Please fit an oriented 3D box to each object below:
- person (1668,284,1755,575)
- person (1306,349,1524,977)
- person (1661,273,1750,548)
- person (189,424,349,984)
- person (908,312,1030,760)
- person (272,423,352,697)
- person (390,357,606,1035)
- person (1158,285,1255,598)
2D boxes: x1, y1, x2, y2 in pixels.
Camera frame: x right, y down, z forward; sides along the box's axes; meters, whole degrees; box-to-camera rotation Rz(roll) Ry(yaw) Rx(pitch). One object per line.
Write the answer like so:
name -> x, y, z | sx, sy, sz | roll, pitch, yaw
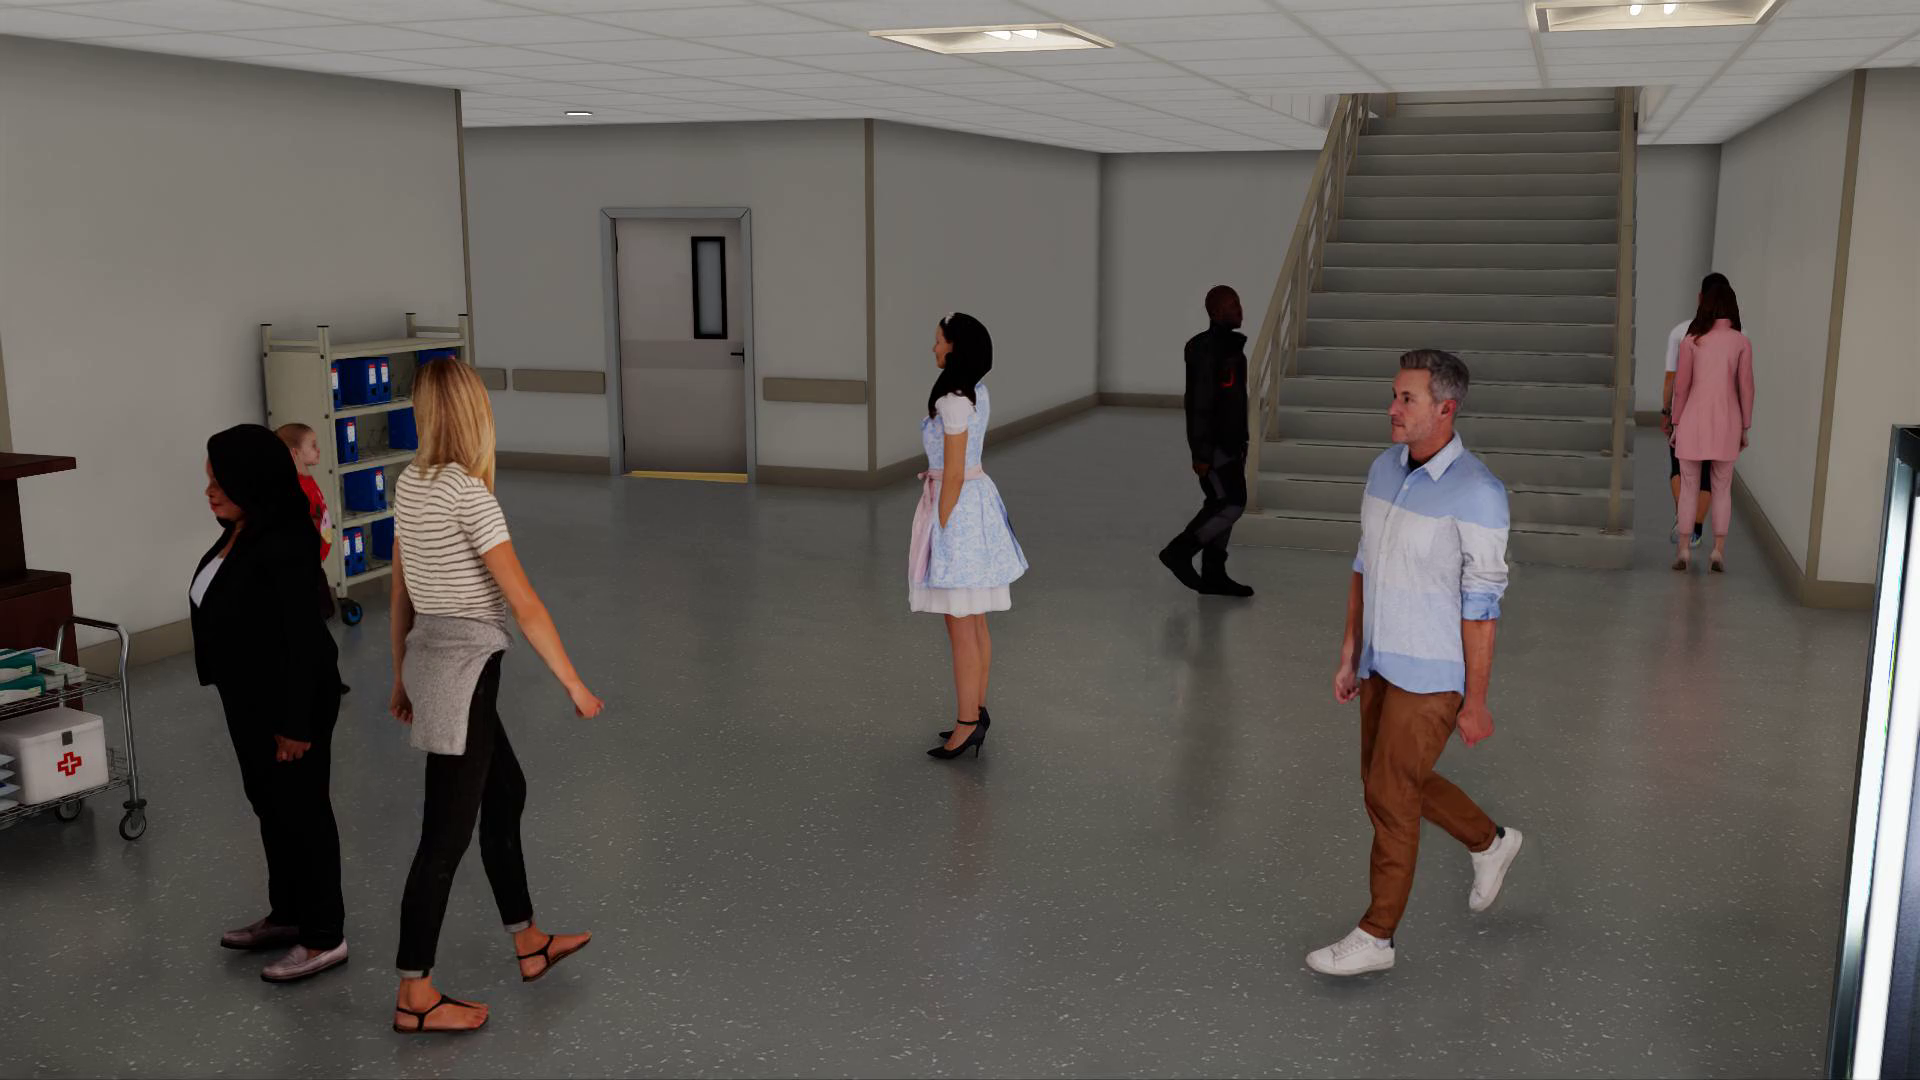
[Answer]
person -> 4.669, -0.690, 10.376 | 0.623, 1.802, 0.515 | 3, 11, 17
person -> 1.391, 0.357, 4.850 | 1.143, 1.806, 1.114 | -4, 12, -21
person -> 4.926, -0.827, 11.019 | 0.662, 1.832, 0.920 | 4, 12, 21
person -> -1.975, 0.460, 4.823 | 0.773, 1.614, 0.748 | -10, 14, -41
person -> 0.006, -0.016, 6.783 | 0.786, 1.818, 0.691 | 2, 11, 12
person -> -3.058, 0.105, 7.604 | 0.721, 1.273, 0.663 | -4, 12, -21
person -> -1.426, 0.434, 4.427 | 0.982, 1.811, 0.856 | -8, 13, -37
person -> 1.409, -0.569, 9.704 | 0.774, 1.814, 0.718 | 5, 12, 23
